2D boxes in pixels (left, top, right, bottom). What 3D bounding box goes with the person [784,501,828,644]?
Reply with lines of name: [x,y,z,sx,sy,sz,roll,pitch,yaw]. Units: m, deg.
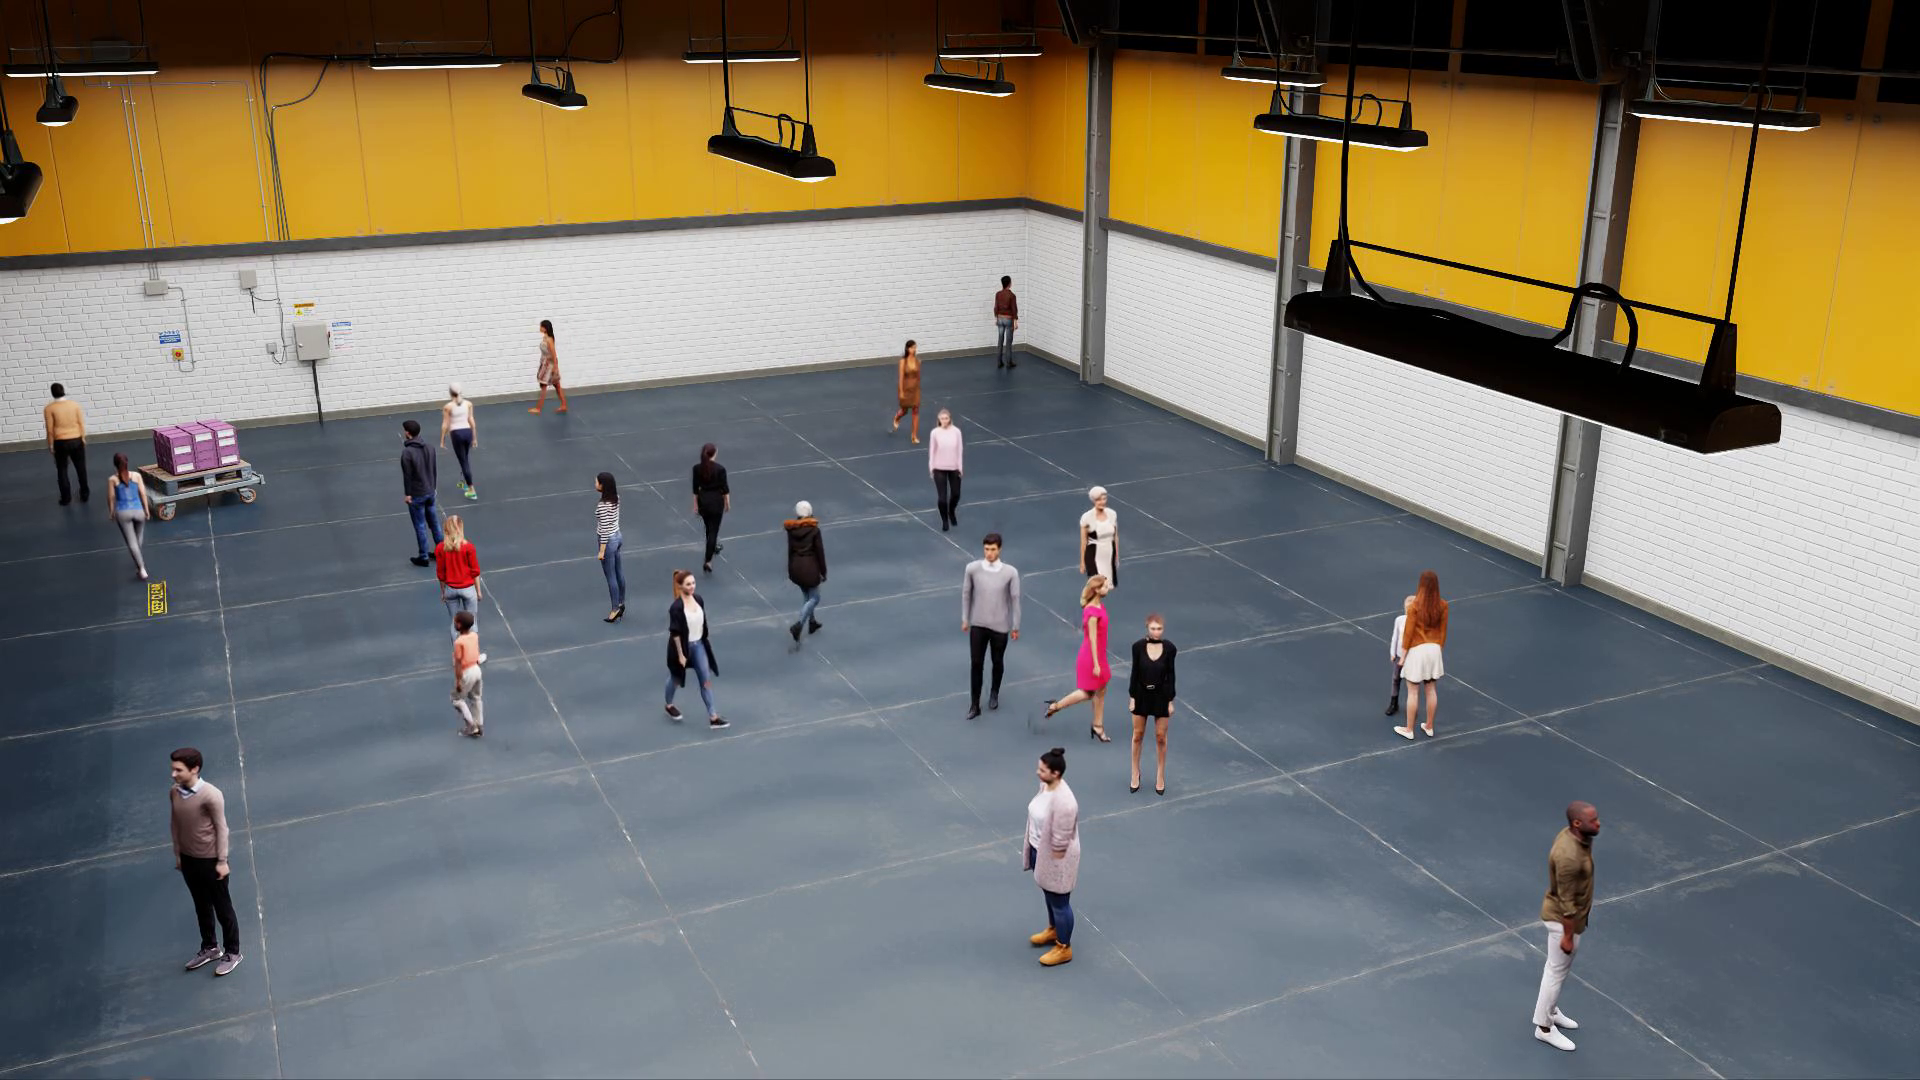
person: [-1.739,0.368,18.690,1.013,1.618,1.033,8,20,24]

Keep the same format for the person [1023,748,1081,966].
person: [0.728,2.357,12.587,0.800,1.742,0.638,-4,19,-11]

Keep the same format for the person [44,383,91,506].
person: [-12.679,-1.374,23.649,0.751,1.754,0.730,-17,25,-41]

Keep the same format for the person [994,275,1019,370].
person: [0.876,-4.201,32.002,0.655,1.779,0.777,11,22,30]

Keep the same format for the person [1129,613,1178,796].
person: [1.754,1.479,15.155,0.661,1.768,0.686,3,19,9]

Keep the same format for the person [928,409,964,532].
person: [-0.188,-0.977,22.588,0.703,1.678,0.712,-2,19,-7]

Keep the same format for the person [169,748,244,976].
person: [-5.659,2.374,12.433,0.704,1.809,0.761,6,20,18]

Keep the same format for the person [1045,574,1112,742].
person: [1.201,1.157,16.214,0.971,1.702,0.924,6,20,18]

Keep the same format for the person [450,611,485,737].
person: [-4.785,1.330,16.321,0.636,1.305,0.593,10,21,26]

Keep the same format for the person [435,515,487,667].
person: [-5.412,0.552,18.005,0.683,1.704,0.645,-1,19,-2]

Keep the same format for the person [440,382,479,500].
person: [-7.107,-1.403,23.851,1.002,1.679,0.809,17,25,41]

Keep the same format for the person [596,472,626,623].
person: [-4.053,0.071,19.290,0.702,1.797,0.599,3,19,10]

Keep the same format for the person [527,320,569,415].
person: [-6.965,-2.975,28.611,0.730,1.620,0.892,-10,21,-26]

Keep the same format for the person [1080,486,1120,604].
person: [1.555,0.213,18.962,0.623,1.738,0.951,-8,20,-22]

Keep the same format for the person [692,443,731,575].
person: [-3.150,-0.358,20.867,1.037,1.603,1.156,5,19,13]

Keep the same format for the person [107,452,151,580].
person: [-10.306,-0.281,20.687,0.767,1.573,1.073,-15,24,-38]

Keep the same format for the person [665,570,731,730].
person: [-2.775,1.087,16.533,1.202,1.630,0.941,15,24,38]

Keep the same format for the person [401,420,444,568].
person: [-6.844,-0.603,21.149,0.786,1.888,0.754,9,21,26]

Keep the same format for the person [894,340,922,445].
person: [-0.850,-2.393,26.799,0.618,1.675,0.909,-11,22,-30]

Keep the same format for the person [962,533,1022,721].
person: [0.325,0.823,16.902,1.094,1.896,1.196,3,19,9]

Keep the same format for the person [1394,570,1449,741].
person: [4.544,1.120,16.293,0.659,1.722,0.617,-5,19,-14]

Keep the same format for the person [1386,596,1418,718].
person: [4.545,1.165,16.854,0.564,1.278,0.634,9,20,24]

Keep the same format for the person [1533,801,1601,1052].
person: [4.228,2.644,11.605,0.829,1.825,0.795,8,20,24]
